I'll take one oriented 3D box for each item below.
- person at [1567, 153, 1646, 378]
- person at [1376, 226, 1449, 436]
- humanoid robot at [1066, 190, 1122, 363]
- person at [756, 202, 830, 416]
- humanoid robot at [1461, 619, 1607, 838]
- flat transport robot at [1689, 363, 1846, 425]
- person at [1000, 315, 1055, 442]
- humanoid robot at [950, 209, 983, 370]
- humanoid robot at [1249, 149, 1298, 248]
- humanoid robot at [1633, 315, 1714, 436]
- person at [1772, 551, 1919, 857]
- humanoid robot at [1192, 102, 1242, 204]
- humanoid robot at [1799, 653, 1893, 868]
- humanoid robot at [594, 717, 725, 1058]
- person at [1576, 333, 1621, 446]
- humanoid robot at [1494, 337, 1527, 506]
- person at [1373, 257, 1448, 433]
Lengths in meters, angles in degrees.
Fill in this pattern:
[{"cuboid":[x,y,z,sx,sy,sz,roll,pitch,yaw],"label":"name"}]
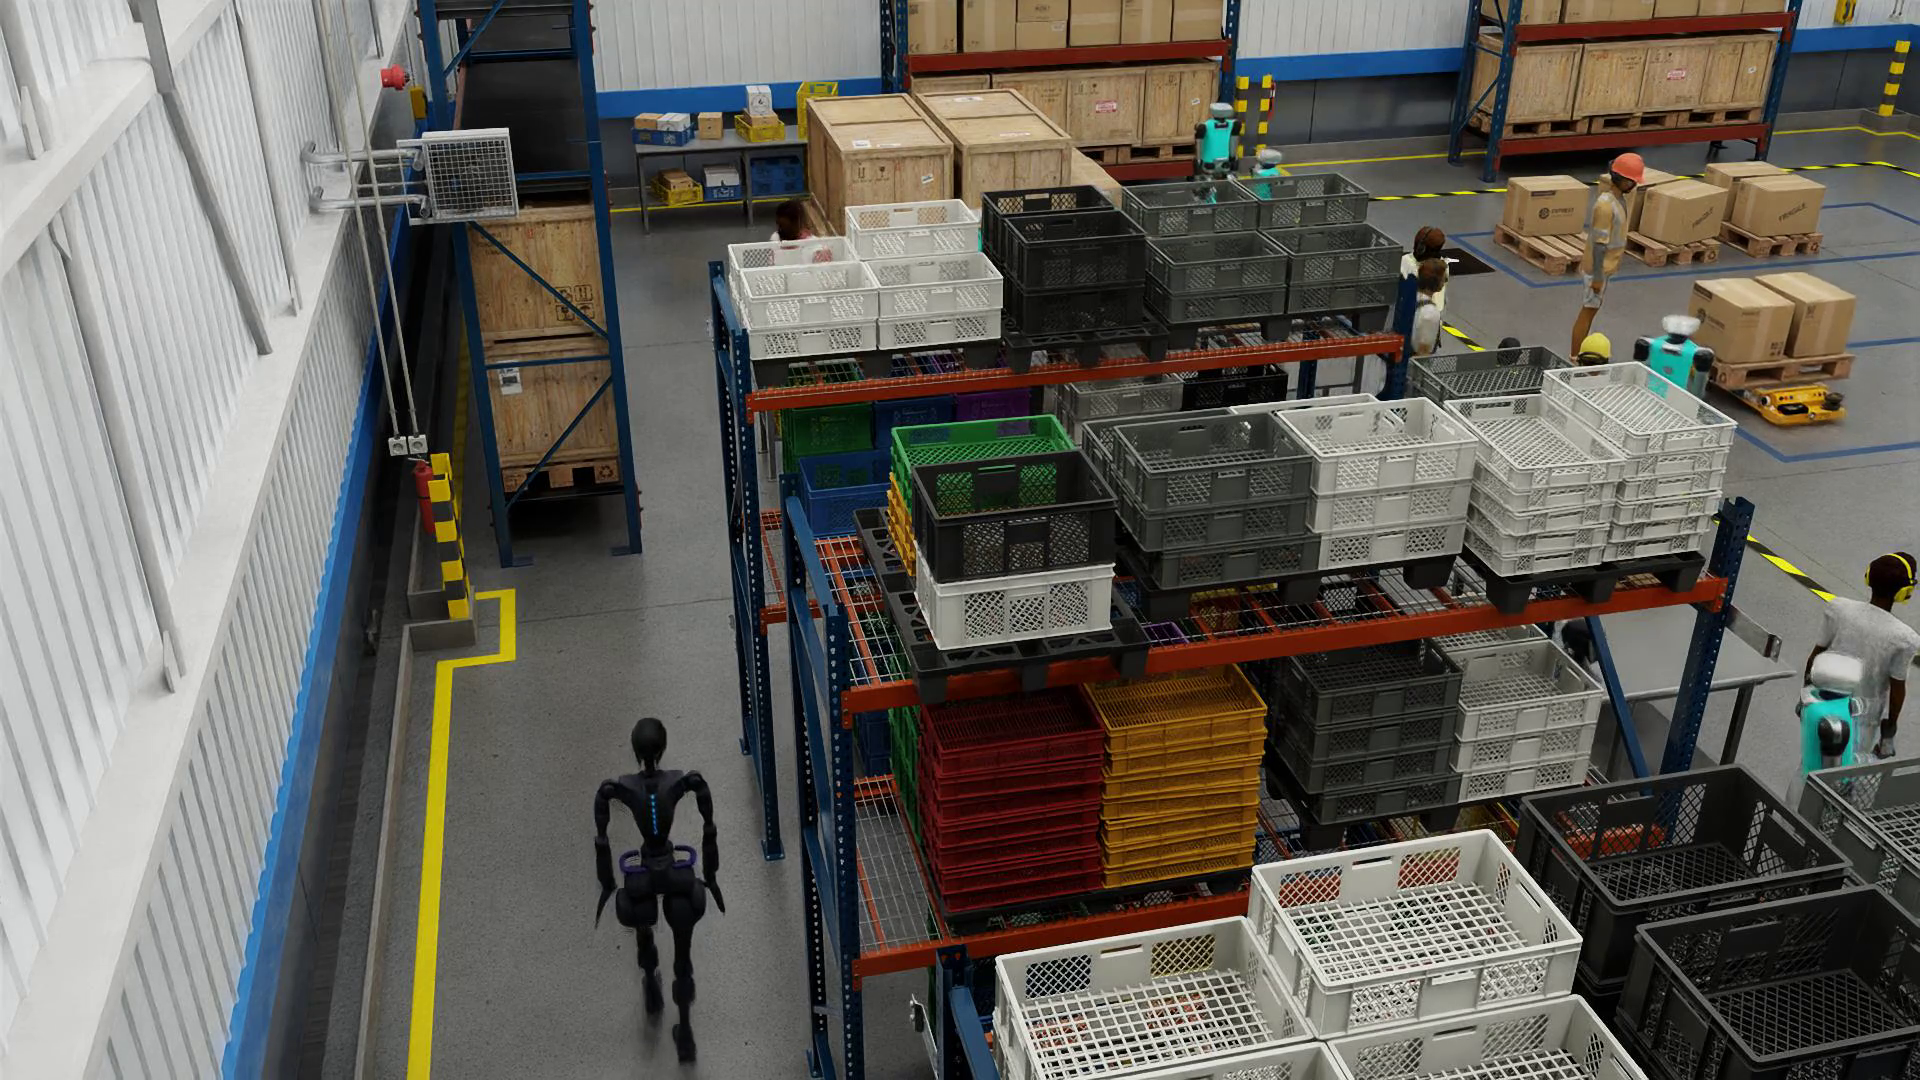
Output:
[{"cuboid":[5.725,-2.426,14.761,0.391,2.033,0.604,15,31,26],"label":"person"},{"cuboid":[3.690,-1.660,13.525,0.628,1.835,0.429,-15,31,-26],"label":"person"},{"cuboid":[1.258,-2.283,14.791,0.542,1.765,0.908,25,37,39],"label":"humanoid robot"},{"cuboid":[-1.417,-1.947,14.027,0.993,1.856,0.612,-21,34,-34],"label":"person"},{"cuboid":[2.966,1.104,8.459,0.652,1.630,0.602,10,30,19],"label":"humanoid robot"},{"cuboid":[7.062,-1.411,14.694,0.652,0.197,1.431,-6,28,-12],"label":"flat transport robot"},{"cuboid":[0.525,-1.365,12.919,0.527,1.870,0.317,16,32,28],"label":"person"},{"cuboid":[0.005,-1.909,14.098,1.022,1.730,0.553,-16,32,-28],"label":"humanoid robot"},{"cuboid":[3.092,-2.881,15.861,0.746,1.712,0.532,-7,29,-13],"label":"humanoid robot"},{"cuboid":[5.110,-0.843,12.061,0.554,1.738,1.024,18,33,31],"label":"humanoid robot"},{"cuboid":[4.608,0.899,8.625,0.320,1.870,0.516,-18,33,-30],"label":"person"},{"cuboid":[2.791,-3.589,17.319,0.530,1.776,0.996,-10,30,-19],"label":"humanoid robot"},{"cuboid":[4.309,1.374,7.907,0.949,1.743,0.530,8,29,15],"label":"humanoid robot"},{"cuboid":[-1.374,1.567,7.575,0.584,1.629,0.617,-6,28,-11],"label":"humanoid robot"},{"cuboid":[4.291,-0.589,11.566,0.523,1.760,0.325,5,28,10],"label":"person"},{"cuboid":[3.766,-0.634,11.722,0.599,1.657,0.315,-1,28,-2],"label":"humanoid robot"},{"cuboid":[3.443,-1.312,12.885,0.855,1.817,0.507,-8,29,-15],"label":"person"}]
